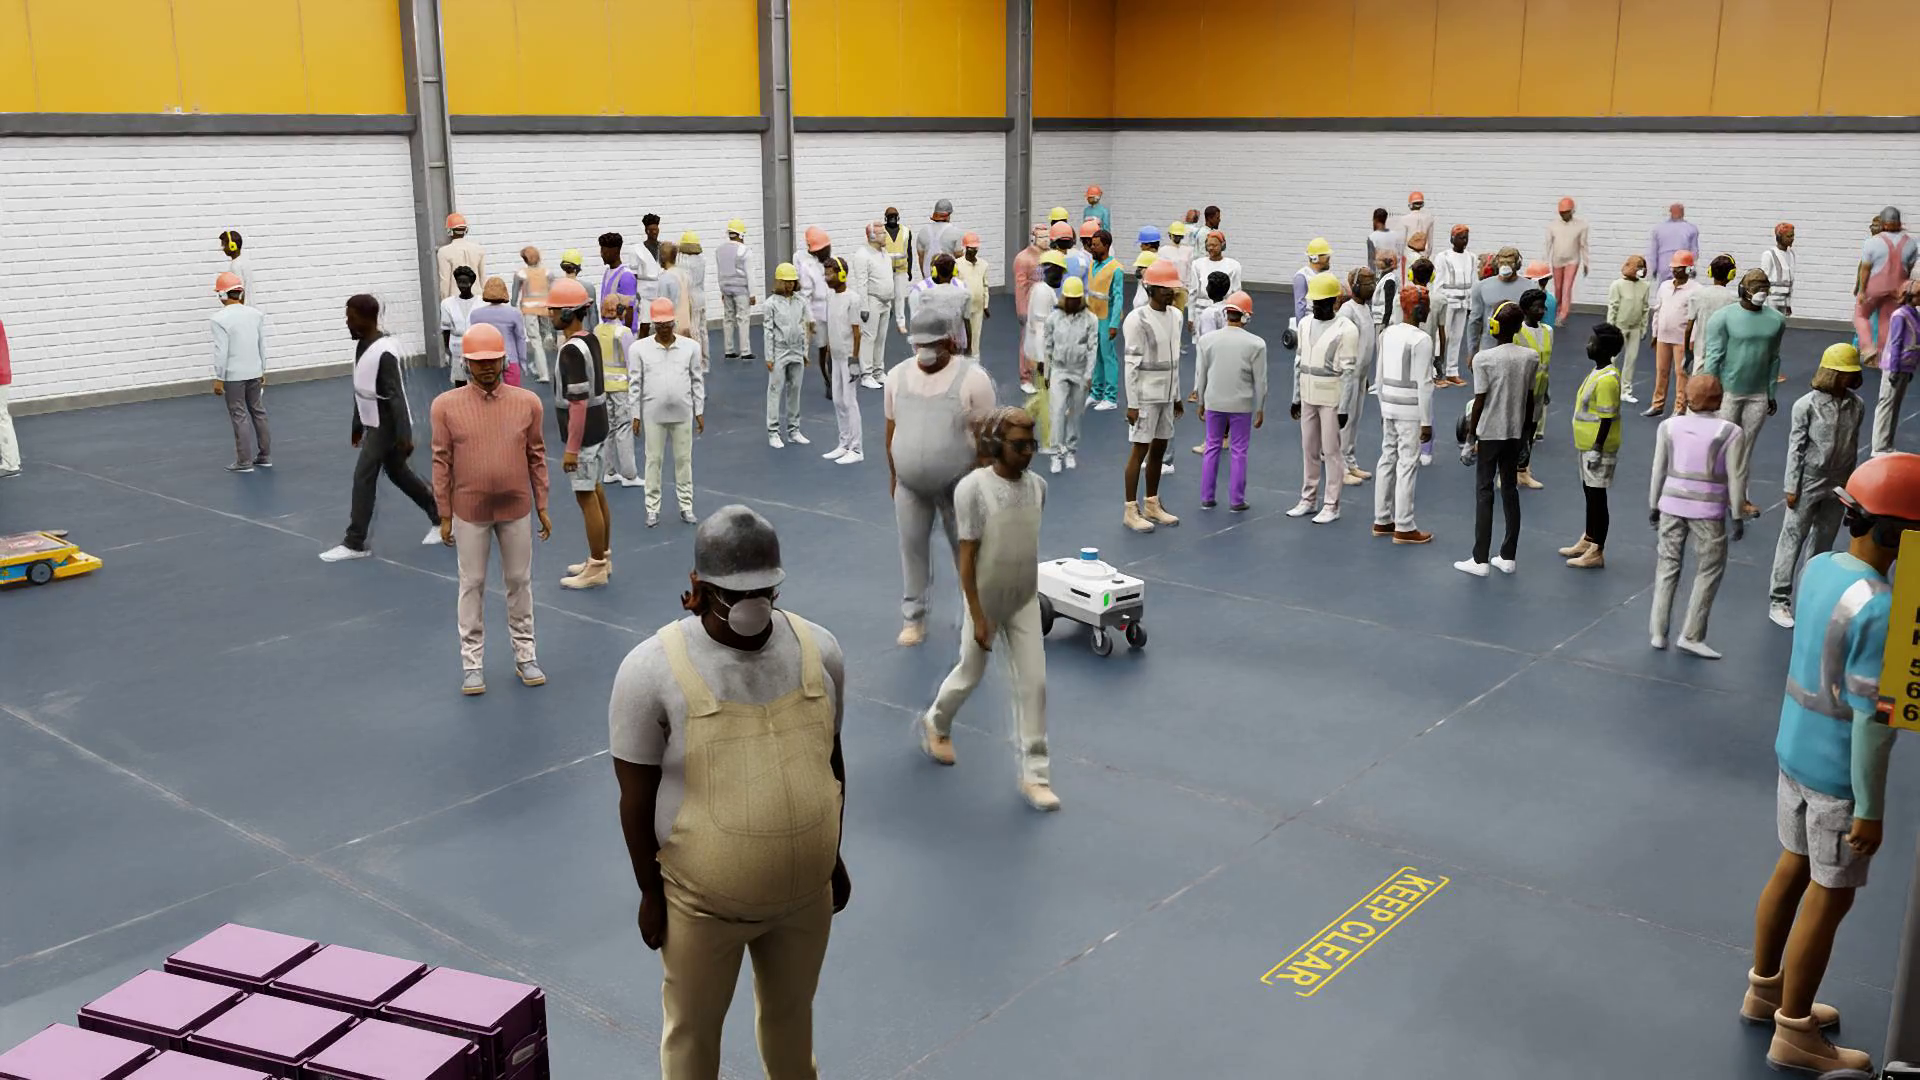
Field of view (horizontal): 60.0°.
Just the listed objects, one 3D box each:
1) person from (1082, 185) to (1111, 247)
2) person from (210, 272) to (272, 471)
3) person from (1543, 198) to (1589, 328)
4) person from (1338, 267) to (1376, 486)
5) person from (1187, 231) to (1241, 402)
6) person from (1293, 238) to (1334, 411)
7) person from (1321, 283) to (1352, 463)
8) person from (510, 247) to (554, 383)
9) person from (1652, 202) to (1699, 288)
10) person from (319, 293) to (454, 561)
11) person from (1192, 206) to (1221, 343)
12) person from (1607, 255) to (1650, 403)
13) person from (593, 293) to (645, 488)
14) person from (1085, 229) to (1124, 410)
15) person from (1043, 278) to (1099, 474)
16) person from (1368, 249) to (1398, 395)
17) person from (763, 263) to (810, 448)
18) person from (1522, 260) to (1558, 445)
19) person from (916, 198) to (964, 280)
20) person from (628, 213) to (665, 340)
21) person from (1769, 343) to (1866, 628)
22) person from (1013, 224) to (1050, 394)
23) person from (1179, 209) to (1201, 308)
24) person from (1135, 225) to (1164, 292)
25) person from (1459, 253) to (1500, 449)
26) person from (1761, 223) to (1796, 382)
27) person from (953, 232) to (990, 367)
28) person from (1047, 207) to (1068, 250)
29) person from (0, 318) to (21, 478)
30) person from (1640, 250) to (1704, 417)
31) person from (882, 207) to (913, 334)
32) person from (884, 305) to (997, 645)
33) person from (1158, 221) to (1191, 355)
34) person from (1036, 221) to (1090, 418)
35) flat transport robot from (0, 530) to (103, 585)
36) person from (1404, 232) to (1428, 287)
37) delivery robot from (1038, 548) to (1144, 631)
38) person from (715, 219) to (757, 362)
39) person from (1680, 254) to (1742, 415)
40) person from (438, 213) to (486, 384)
[{"bbox_3d":[2.309,-5.074,28.552,0.392,1.991,0.613,-11,18,-38],"label":"person"},{"bbox_3d":[-6.375,-1.484,14.685,0.340,1.749,0.572,5,15,21],"label":"person"},{"bbox_3d":[9.227,-4.232,25.304,0.667,1.946,0.971,9,17,32],"label":"person"},{"bbox_3d":[3.357,-1.392,14.133,0.338,1.845,0.514,8,16,29],"label":"person"},{"bbox_3d":[2.774,-2.434,18.219,0.587,1.882,0.342,6,15,23],"label":"person"},{"bbox_3d":[3.796,-2.298,17.782,0.590,1.832,0.404,-14,19,-43],"label":"person"},{"bbox_3d":[3.368,-1.465,14.840,0.307,1.641,0.511,-2,14,-8],"label":"person"},{"bbox_3d":[-5.092,-2.694,19.839,0.508,1.589,0.855,-12,18,-39],"label":"person"},{"bbox_3d":[10.550,-4.027,24.570,0.660,1.888,0.501,9,16,31],"label":"person"},{"bbox_3d":[-4.090,-0.824,11.818,0.996,1.876,0.593,-9,17,-32],"label":"person"},{"bbox_3d":[3.432,-3.701,23.241,0.385,1.910,0.592,6,15,23],"label":"person"},{"bbox_3d":[7.318,-2.307,18.245,0.503,1.628,0.276,-3,14,-13],"label":"person"},{"bbox_3d":[-2.882,-1.259,14.024,0.514,1.637,0.310,12,19,40],"label":"person"},{"bbox_3d":[1.536,-2.358,17.844,0.392,1.920,0.587,-7,16,-28],"label":"person"},{"bbox_3d":[0.969,-1.429,14.549,0.479,1.703,0.816,0,14,0],"label":"person"},{"bbox_3d":[4.800,-2.464,18.832,0.307,1.641,0.513,1,14,4],"label":"person"},{"bbox_3d":[-1.632,-1.751,15.773,0.492,1.742,0.315,-13,19,-42],"label":"person"},{"bbox_3d":[5.461,-1.786,15.890,0.336,1.749,0.575,11,18,38],"label":"person"},{"bbox_3d":[-0.211,-3.613,22.610,0.689,2.000,0.539,7,16,26],"label":"person"},{"bbox_3d":[-3.723,-2.981,20.238,0.605,1.966,0.367,-9,16,-31],"label":"person"},{"bbox_3d":[5.235,-0.327,10.085,0.492,1.742,0.323,-3,14,-13],"label":"person"},{"bbox_3d":[0.910,-2.635,18.976,0.651,1.907,0.409,-12,19,-40],"label":"person"},{"bbox_3d":[3.940,-4.707,27.805,0.603,1.621,0.547,-8,16,-28],"label":"person"},{"bbox_3d":[2.087,-2.438,18.109,0.402,1.944,0.605,2,14,8],"label":"person"},{"bbox_3d":[4.955,-1.753,15.569,0.394,1.846,0.564,9,17,33],"label":"person"},{"bbox_3d":[9.647,-2.796,19.666,0.584,1.882,0.349,-10,17,-34],"label":"person"},{"bbox_3d":[0.124,-2.820,20.025,0.561,1.752,0.327,-9,17,-32],"label":"person"},{"bbox_3d":[1.342,-3.525,22.489,0.373,1.925,0.595,4,14,14],"label":"person"},{"bbox_3d":[-8.421,-1.411,14.424,0.349,1.740,0.575,-8,16,-30],"label":"person"},{"bbox_3d":[7.380,-2.110,17.184,0.327,1.753,0.561,-9,16,-31],"label":"person"},{"bbox_3d":[-0.990,-3.927,24.271,0.633,1.843,0.429,-4,15,-14],"label":"person"},{"bbox_3d":[-0.113,-0.442,9.941,0.701,2.000,0.811,4,15,15],"label":"person"},{"bbox_3d":[2.841,-3.318,21.994,0.535,1.766,0.310,-8,16,-28],"label":"person"},{"bbox_3d":[1.032,-2.239,17.114,0.605,2.045,0.380,-6,15,-24],"label":"person"},{"bbox_3d":[-6.570,0.184,11.029,0.652,0.197,1.431,12,18,40],"label":"flat transport robot"},{"bbox_3d":[5.991,-3.235,21.925,0.268,1.632,0.508,0,14,-1],"label":"person"},{"bbox_3d":[0.763,0.290,9.838,0.477,0.478,0.707,-10,17,-35],"label":"delivery robot"},{"bbox_3d":[-2.874,-3.220,21.480,0.593,1.826,0.403,9,17,32],"label":"person"},{"bbox_3d":[6.869,-1.667,15.184,0.534,1.869,0.315,11,18,37],"label":"person"},{"bbox_3d":[-5.869,-2.846,19.637,0.388,1.996,0.612,12,19,41],"label":"person"}]
